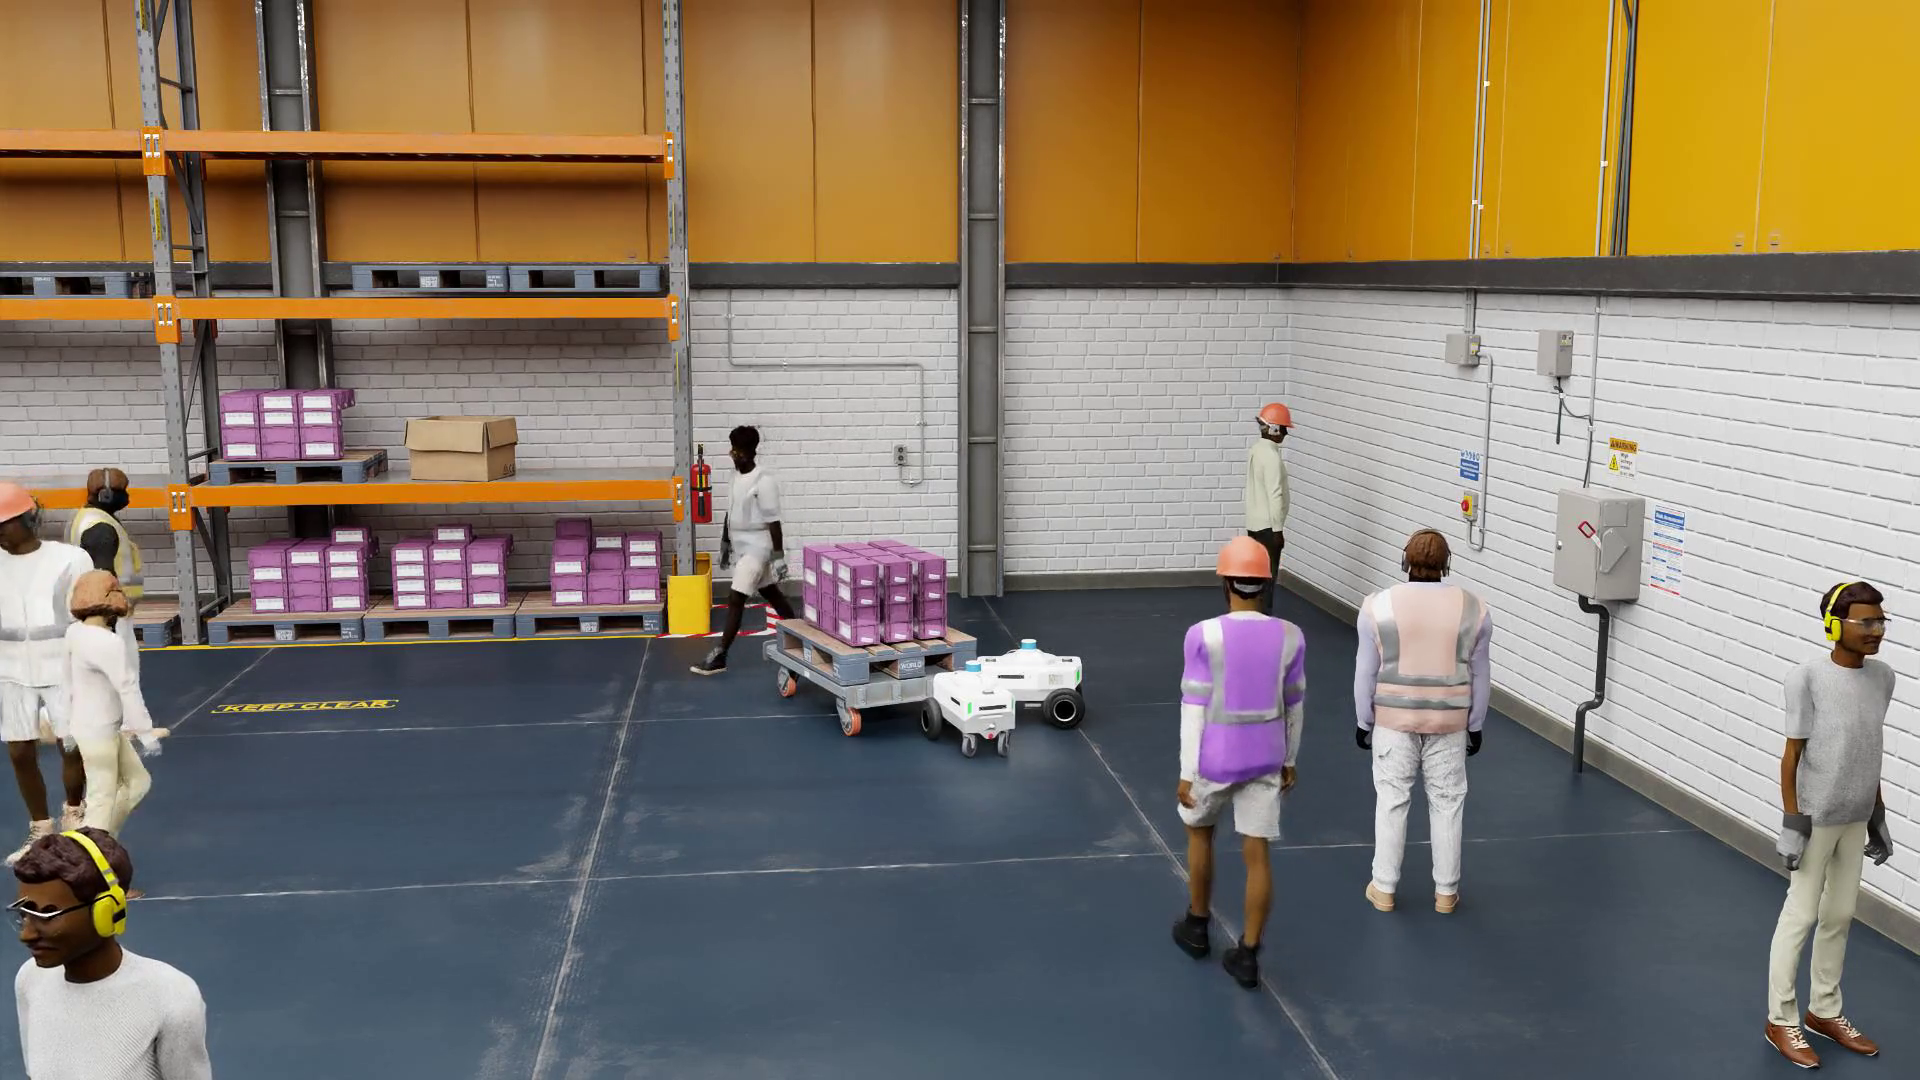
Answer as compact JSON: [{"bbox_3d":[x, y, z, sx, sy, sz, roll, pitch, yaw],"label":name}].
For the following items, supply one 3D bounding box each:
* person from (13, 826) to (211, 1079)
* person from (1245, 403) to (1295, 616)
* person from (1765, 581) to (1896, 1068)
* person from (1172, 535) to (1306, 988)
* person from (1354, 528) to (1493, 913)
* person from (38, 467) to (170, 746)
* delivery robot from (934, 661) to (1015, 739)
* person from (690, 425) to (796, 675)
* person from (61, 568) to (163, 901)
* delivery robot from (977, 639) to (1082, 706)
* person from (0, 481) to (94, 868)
[{"bbox_3d":[-1.853,1.524,3.644,0.532,1.868,0.310,3,10,18],"label":"person"},{"bbox_3d":[2.510,-0.120,13.530,0.390,1.990,0.610,-1,9,-9],"label":"person"},{"bbox_3d":[3.377,1.081,6.405,0.514,1.874,0.328,-3,10,-20],"label":"person"},{"bbox_3d":[1.187,0.923,7.253,0.585,1.910,0.770,-1,9,-9],"label":"person"},{"bbox_3d":[2.178,0.858,7.885,0.625,1.844,0.429,1,9,8],"label":"person"},{"bbox_3d":[-5.525,0.446,10.552,0.750,1.822,0.648,-5,10,-28],"label":"person"},{"bbox_3d":[0.087,1.015,10.618,0.477,0.478,0.707,-3,10,-19],"label":"delivery robot"},{"bbox_3d":[-1.566,0.057,12.737,1.048,1.901,0.618,-5,10,-28],"label":"person"},{"bbox_3d":[-4.102,0.943,8.048,0.419,1.623,0.471,-5,11,-31],"label":"person"},{"bbox_3d":[0.463,0.914,11.245,0.707,0.478,0.477,0,9,1],"label":"delivery robot"},{"bbox_3d":[-4.720,0.672,8.574,0.634,2.003,0.598,-2,9,-12],"label":"person"}]
